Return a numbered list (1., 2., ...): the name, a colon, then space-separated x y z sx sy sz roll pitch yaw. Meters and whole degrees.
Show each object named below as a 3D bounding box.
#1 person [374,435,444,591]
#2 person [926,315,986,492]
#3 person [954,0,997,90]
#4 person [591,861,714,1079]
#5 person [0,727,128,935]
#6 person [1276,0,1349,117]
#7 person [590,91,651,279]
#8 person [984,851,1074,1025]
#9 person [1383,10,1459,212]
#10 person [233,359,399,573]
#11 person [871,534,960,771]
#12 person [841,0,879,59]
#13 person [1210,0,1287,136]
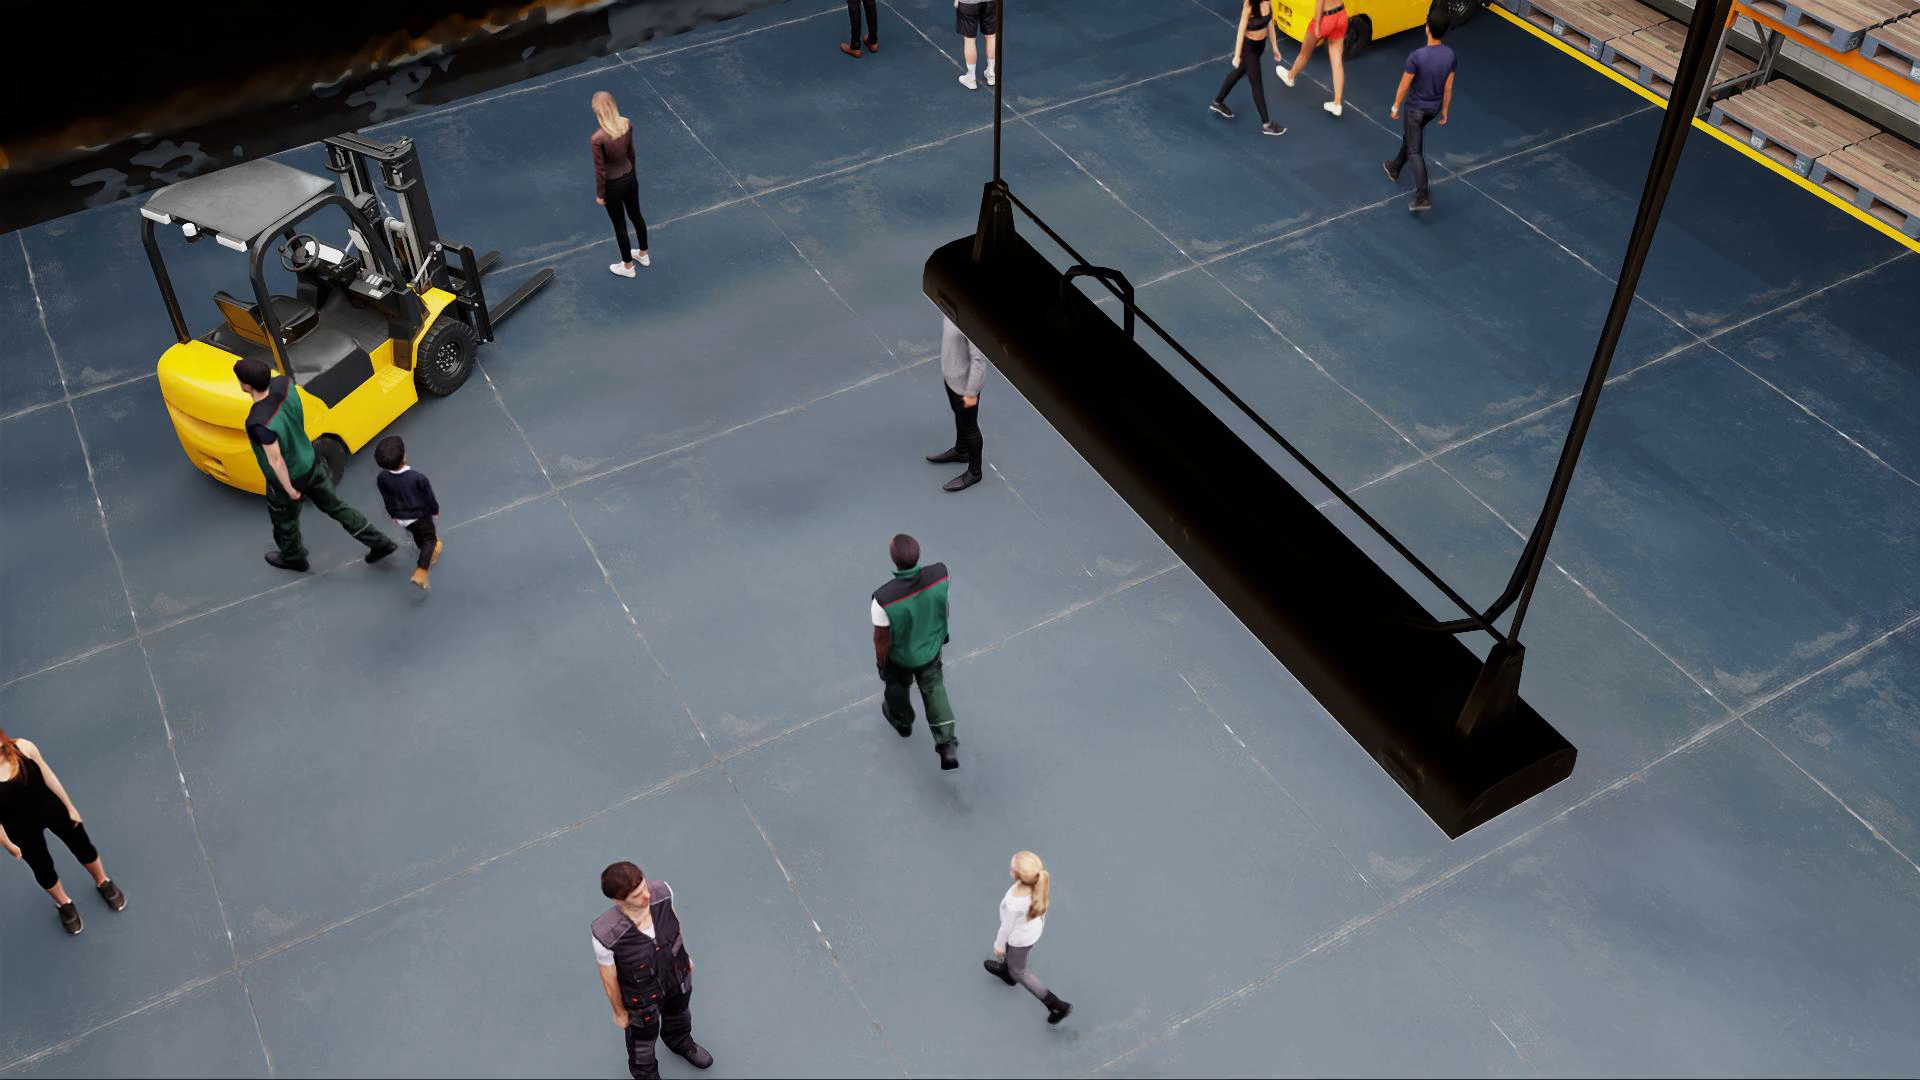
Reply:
1. person: -3.783 -0.186 11.450 0.765 1.214 0.866 4 44 4
2. person: 0.033 -1.214 12.015 0.851 1.923 0.637 -13 45 -13
3. person: 0.182 -5.365 16.410 0.690 1.871 0.592 -15 46 -15
4. person: -1.582 2.221 8.464 0.689 1.848 0.731 30 51 28
5. person: -5.141 1.543 9.265 0.599 1.724 0.608 34 53 30
6. person: 3.624 -4.948 16.067 0.583 1.741 1.156 -22 48 -22
7. person: -2.881 -3.010 14.059 0.649 1.704 0.674 26 49 25
8. person: 0.382 2.147 8.967 0.907 1.260 0.735 23 48 23
9. person: 4.156 -3.781 14.840 0.874 1.743 1.257 -12 45 -12
10. person: -4.425 -0.474 11.278 1.222 1.869 1.236 7 44 7
11. person: -0.242 0.704 10.079 0.739 1.817 1.065 -19 47 -19
12. person: -1.031 -5.838 16.901 0.702 1.879 0.577 -27 50 -25
13. person: 2.725 -4.711 15.924 1.167 1.594 0.807 30 51 28
